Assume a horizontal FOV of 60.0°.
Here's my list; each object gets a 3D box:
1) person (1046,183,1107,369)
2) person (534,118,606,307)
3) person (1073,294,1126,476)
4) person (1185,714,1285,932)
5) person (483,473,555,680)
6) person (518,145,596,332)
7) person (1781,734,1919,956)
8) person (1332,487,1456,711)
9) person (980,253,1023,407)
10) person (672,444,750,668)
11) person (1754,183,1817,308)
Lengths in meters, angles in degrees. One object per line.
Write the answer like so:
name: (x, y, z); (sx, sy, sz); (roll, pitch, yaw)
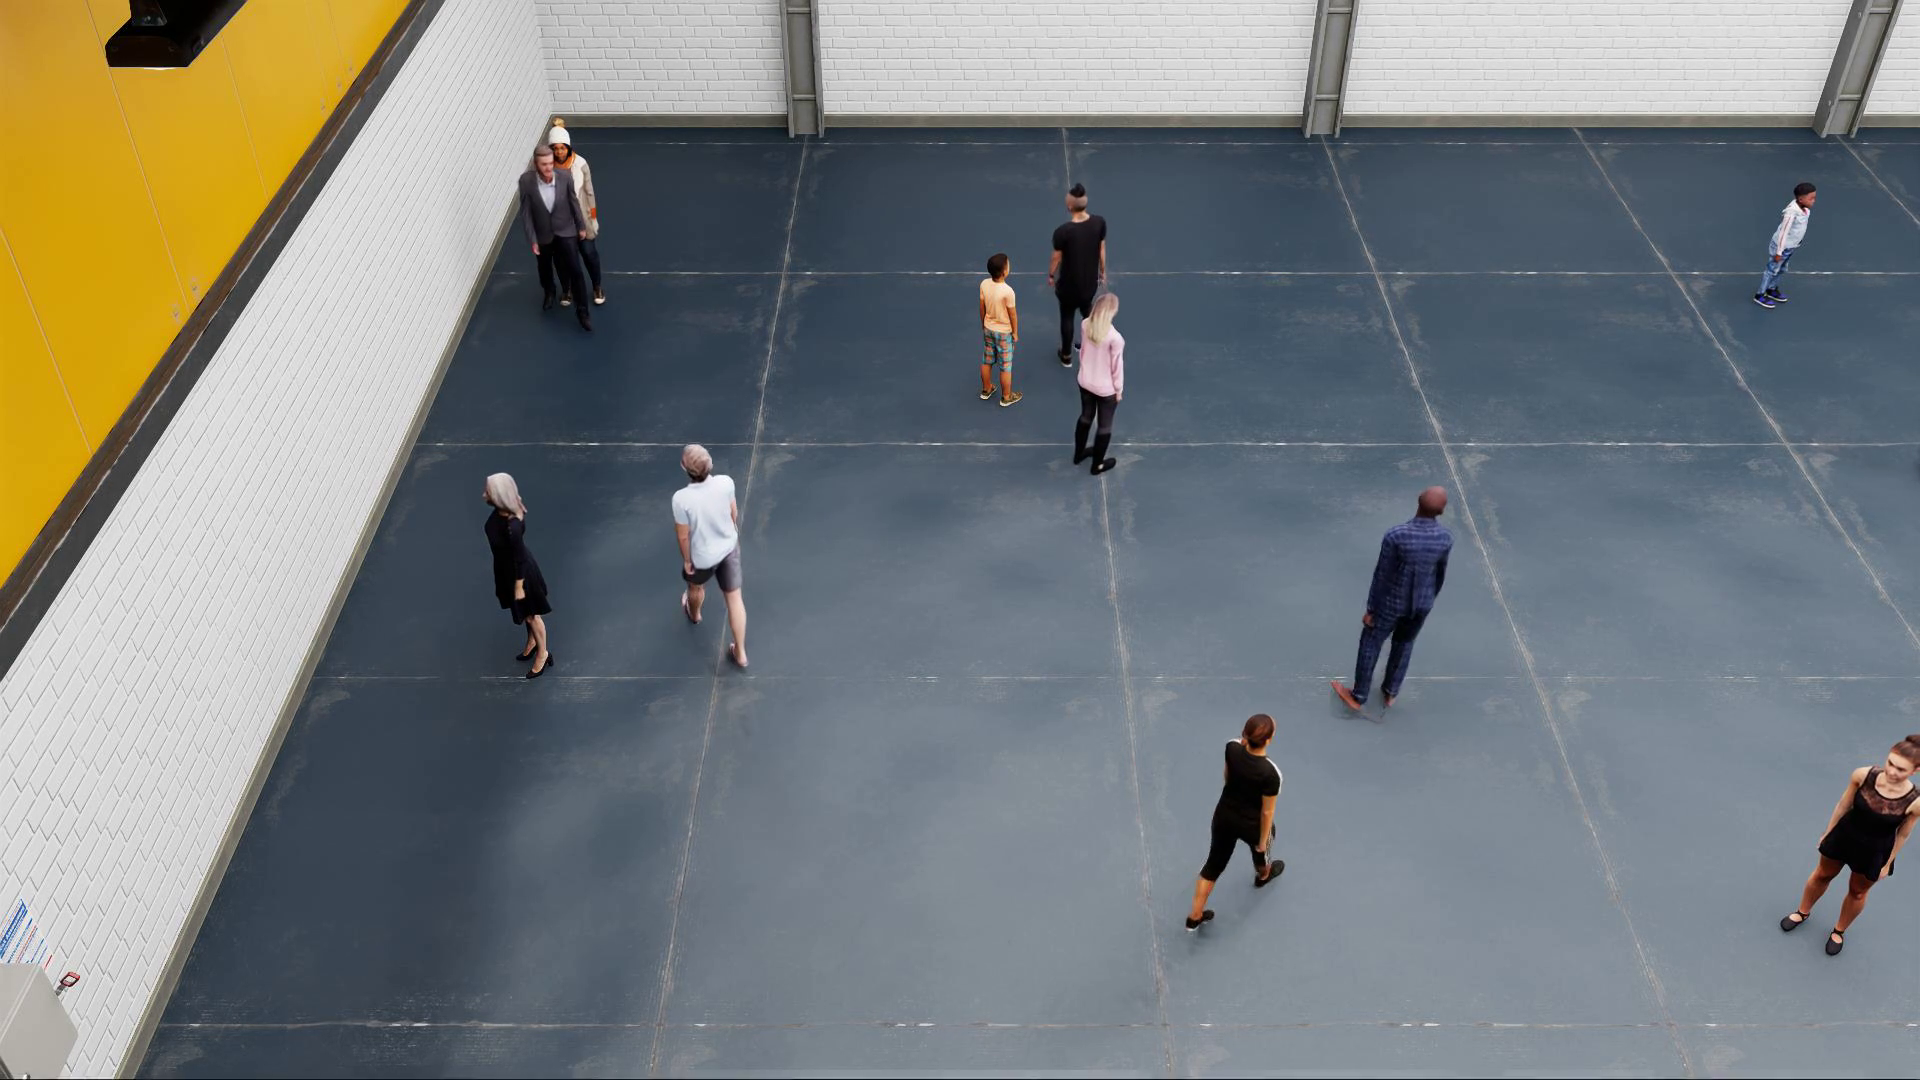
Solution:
person: (1.061, -2.340, 14.904); (0.775, 1.862, 0.883); (-14, 41, -17)
person: (-3.729, -3.123, 15.863); (0.622, 1.889, 0.760); (-3, 39, -4)
person: (1.136, -1.288, 13.732); (0.734, 1.681, 0.685); (-29, 47, -31)
person: (1.653, 1.720, 10.008); (1.154, 1.628, 1.075); (-30, 47, -32)
person: (-3.136, 0.241, 11.765); (0.708, 1.747, 0.690); (-18, 42, -21)
person: (-3.858, -2.914, 15.686); (1.134, 1.783, 1.011); (-9, 40, -11)
person: (5.362, 1.795, 9.877); (0.675, 1.675, 0.737); (31, 48, 33)
person: (3.056, 0.444, 11.487); (0.587, 1.776, 0.903); (-12, 40, -15)
person: (0.338, -1.854, 14.617); (0.575, 1.461, 0.661); (23, 44, 26)
person: (-1.728, 0.140, 11.853); (1.132, 1.793, 1.005); (-16, 41, -19)
person: (7.972, -2.877, 16.058); (0.560, 1.261, 0.627); (-26, 45, -29)
